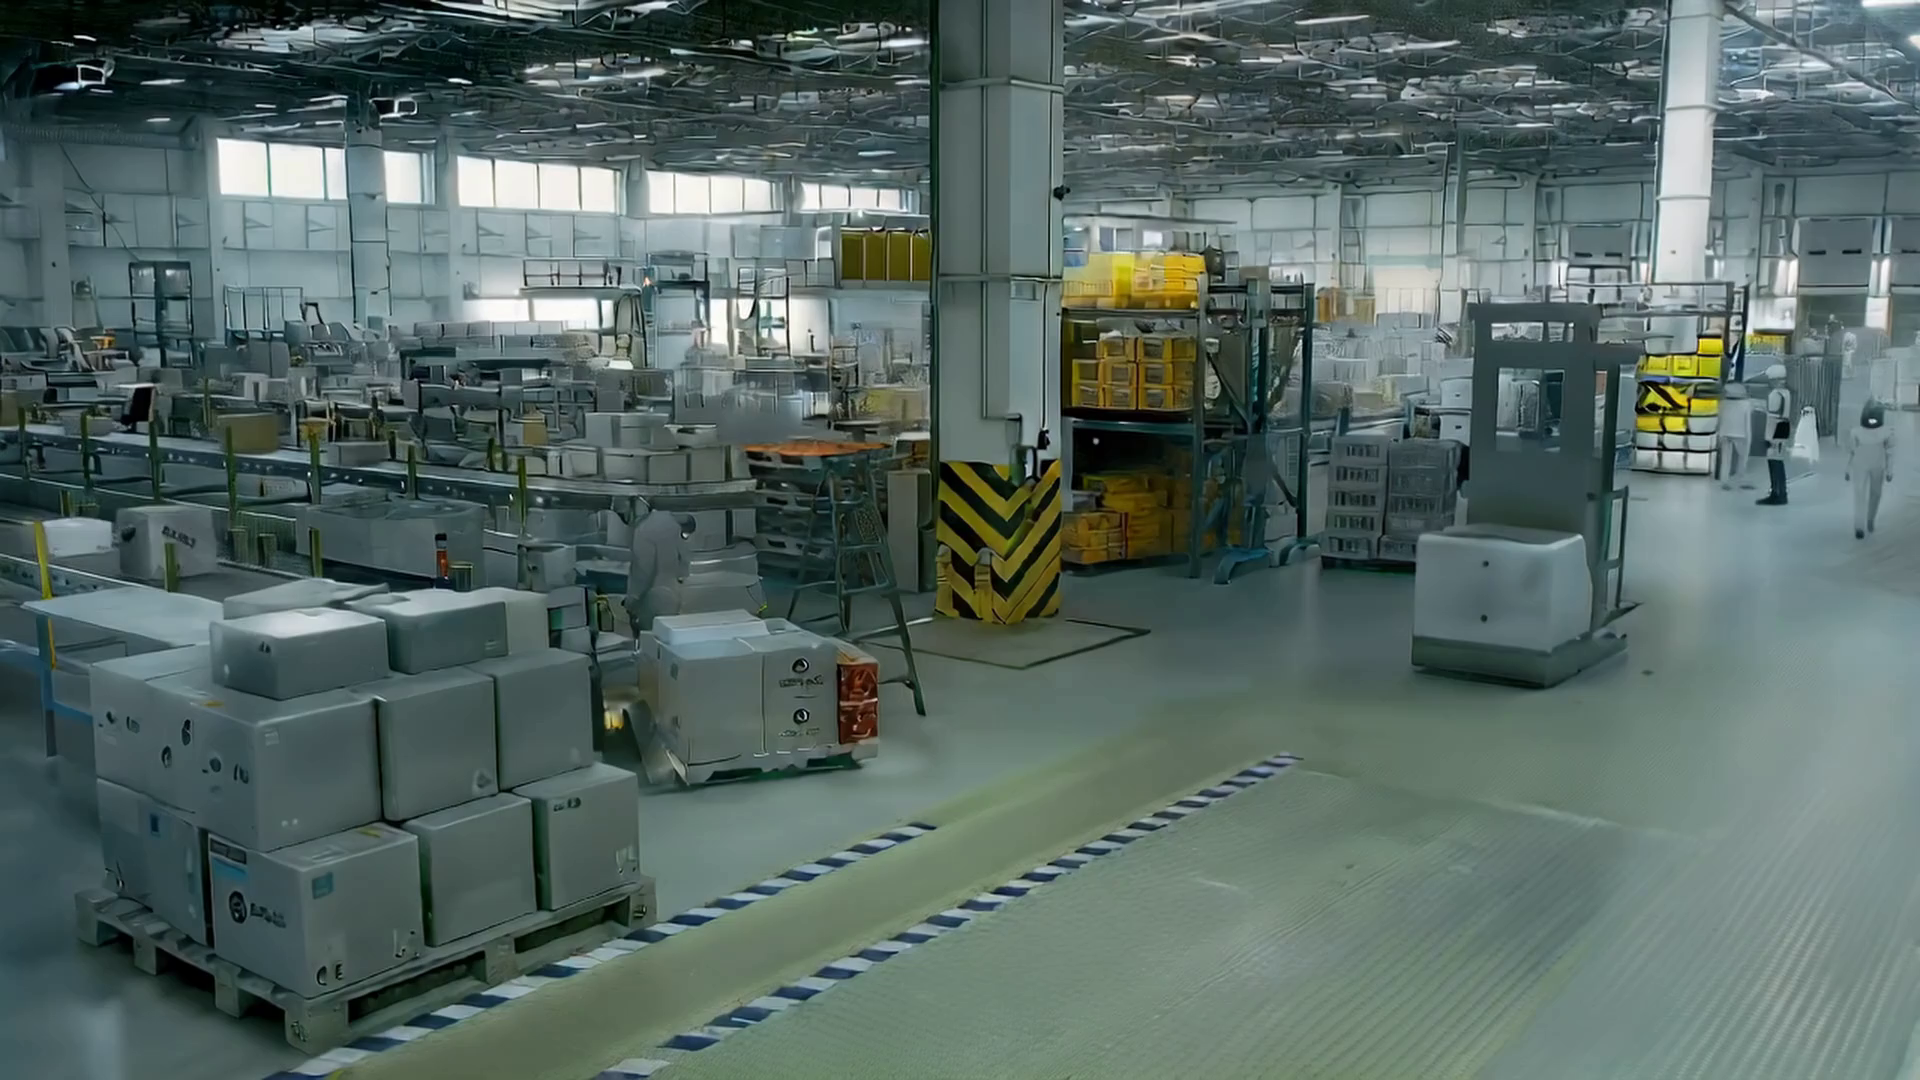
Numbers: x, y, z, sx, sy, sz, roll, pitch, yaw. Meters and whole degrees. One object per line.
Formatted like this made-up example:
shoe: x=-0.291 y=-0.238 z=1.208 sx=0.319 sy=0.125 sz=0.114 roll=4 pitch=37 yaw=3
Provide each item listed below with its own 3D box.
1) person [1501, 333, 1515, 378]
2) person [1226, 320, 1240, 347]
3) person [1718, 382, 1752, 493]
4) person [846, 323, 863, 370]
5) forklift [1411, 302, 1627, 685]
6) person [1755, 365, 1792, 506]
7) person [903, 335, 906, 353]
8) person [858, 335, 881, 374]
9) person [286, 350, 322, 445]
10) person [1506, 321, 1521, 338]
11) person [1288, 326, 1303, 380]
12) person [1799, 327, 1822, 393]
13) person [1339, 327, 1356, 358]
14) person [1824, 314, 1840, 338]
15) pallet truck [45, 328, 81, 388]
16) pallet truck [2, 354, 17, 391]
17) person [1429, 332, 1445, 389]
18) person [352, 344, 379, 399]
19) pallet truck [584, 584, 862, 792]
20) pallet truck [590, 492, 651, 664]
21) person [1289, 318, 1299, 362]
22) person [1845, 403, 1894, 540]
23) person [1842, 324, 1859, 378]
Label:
person: x=13.463 y=-4.088 z=40.693 sx=0.432 sy=1.922 sz=0.562 roll=6 pitch=10 yaw=35
person: x=10.195 y=-7.265 z=62.180 sx=0.567 sy=1.911 sz=0.781 roll=2 pitch=9 yaw=11
person: x=11.319 y=-1.499 z=24.222 sx=0.669 sy=1.608 sz=0.524 roll=-7 pitch=11 yaw=-40
person: x=-3.897 y=-7.364 z=63.218 sx=0.985 sy=1.785 sz=0.517 roll=-1 pitch=9 yaw=-9
forklift: x=4.379 y=-0.438 z=12.852 sx=1.129 sy=2.768 sz=1.873 roll=7 pitch=11 yaw=37
person: x=11.157 y=-1.432 z=22.785 sx=0.399 sy=1.925 sz=0.542 roll=8 pitch=11 yaw=42
person: x=-2.562 y=-9.600 z=78.771 sx=0.544 sy=1.614 sz=0.513 roll=6 pitch=10 yaw=35
person: x=-2.379 y=-4.525 z=44.045 sx=0.617 sy=1.792 sz=0.697 roll=-2 pitch=9 yaw=-12
person: x=-11.609 y=-2.407 z=29.447 sx=0.636 sy=1.900 sz=0.398 roll=0 pitch=8 yaw=1
person: x=25.146 y=-9.216 z=75.547 sx=0.658 sy=1.827 sz=0.481 roll=2 pitch=9 yaw=11
person: x=10.129 y=-5.482 z=50.162 sx=0.603 sy=1.901 sz=0.573 roll=-6 pitch=10 yaw=-33
person: x=24.596 y=-5.174 z=48.016 sx=0.724 sy=1.908 sz=0.551 roll=-6 pitch=10 yaw=-33
person: x=11.878 y=-5.599 z=51.046 sx=0.524 sy=1.868 sz=0.324 roll=0 pitch=8 yaw=0
person: x=37.681 y=-8.759 z=71.918 sx=0.608 sy=1.995 sz=0.378 roll=5 pitch=10 yaw=31
pallet truck: x=-23.775 y=-4.544 z=43.495 sx=1.885 sy=1.965 sz=0.823 roll=6 pitch=10 yaw=35
pallet truck: x=-24.881 y=-4.417 z=42.634 sx=1.885 sy=1.965 sz=0.823 roll=8 pitch=11 yaw=41
person: x=14.318 y=-5.353 z=49.866 sx=0.383 sy=1.730 sz=0.486 roll=-5 pitch=10 yaw=-31
person: x=-14.739 y=-4.176 z=40.955 sx=0.941 sy=2.016 sz=0.613 roll=-7 pitch=11 yaw=-40
pallet truck: x=-1.426 y=0.805 z=10.019 sx=1.601 sy=1.201 sz=0.680 roll=-4 pitch=9 yaw=-26
pallet truck: x=-3.115 y=0.344 z=12.883 sx=0.653 sy=1.274 sz=1.630 roll=7 pitch=11 yaw=37
person: x=14.264 y=-8.505 z=70.709 sx=0.894 sy=1.853 sz=0.575 roll=-6 pitch=11 yaw=-37
person: x=10.760 y=-0.828 z=19.709 sx=0.512 sy=1.614 sz=0.556 roll=4 pitch=9 yaw=24
person: x=30.470 y=-6.458 z=56.854 sx=0.594 sy=1.866 sz=0.643 roll=-2 pitch=9 yaw=-12
